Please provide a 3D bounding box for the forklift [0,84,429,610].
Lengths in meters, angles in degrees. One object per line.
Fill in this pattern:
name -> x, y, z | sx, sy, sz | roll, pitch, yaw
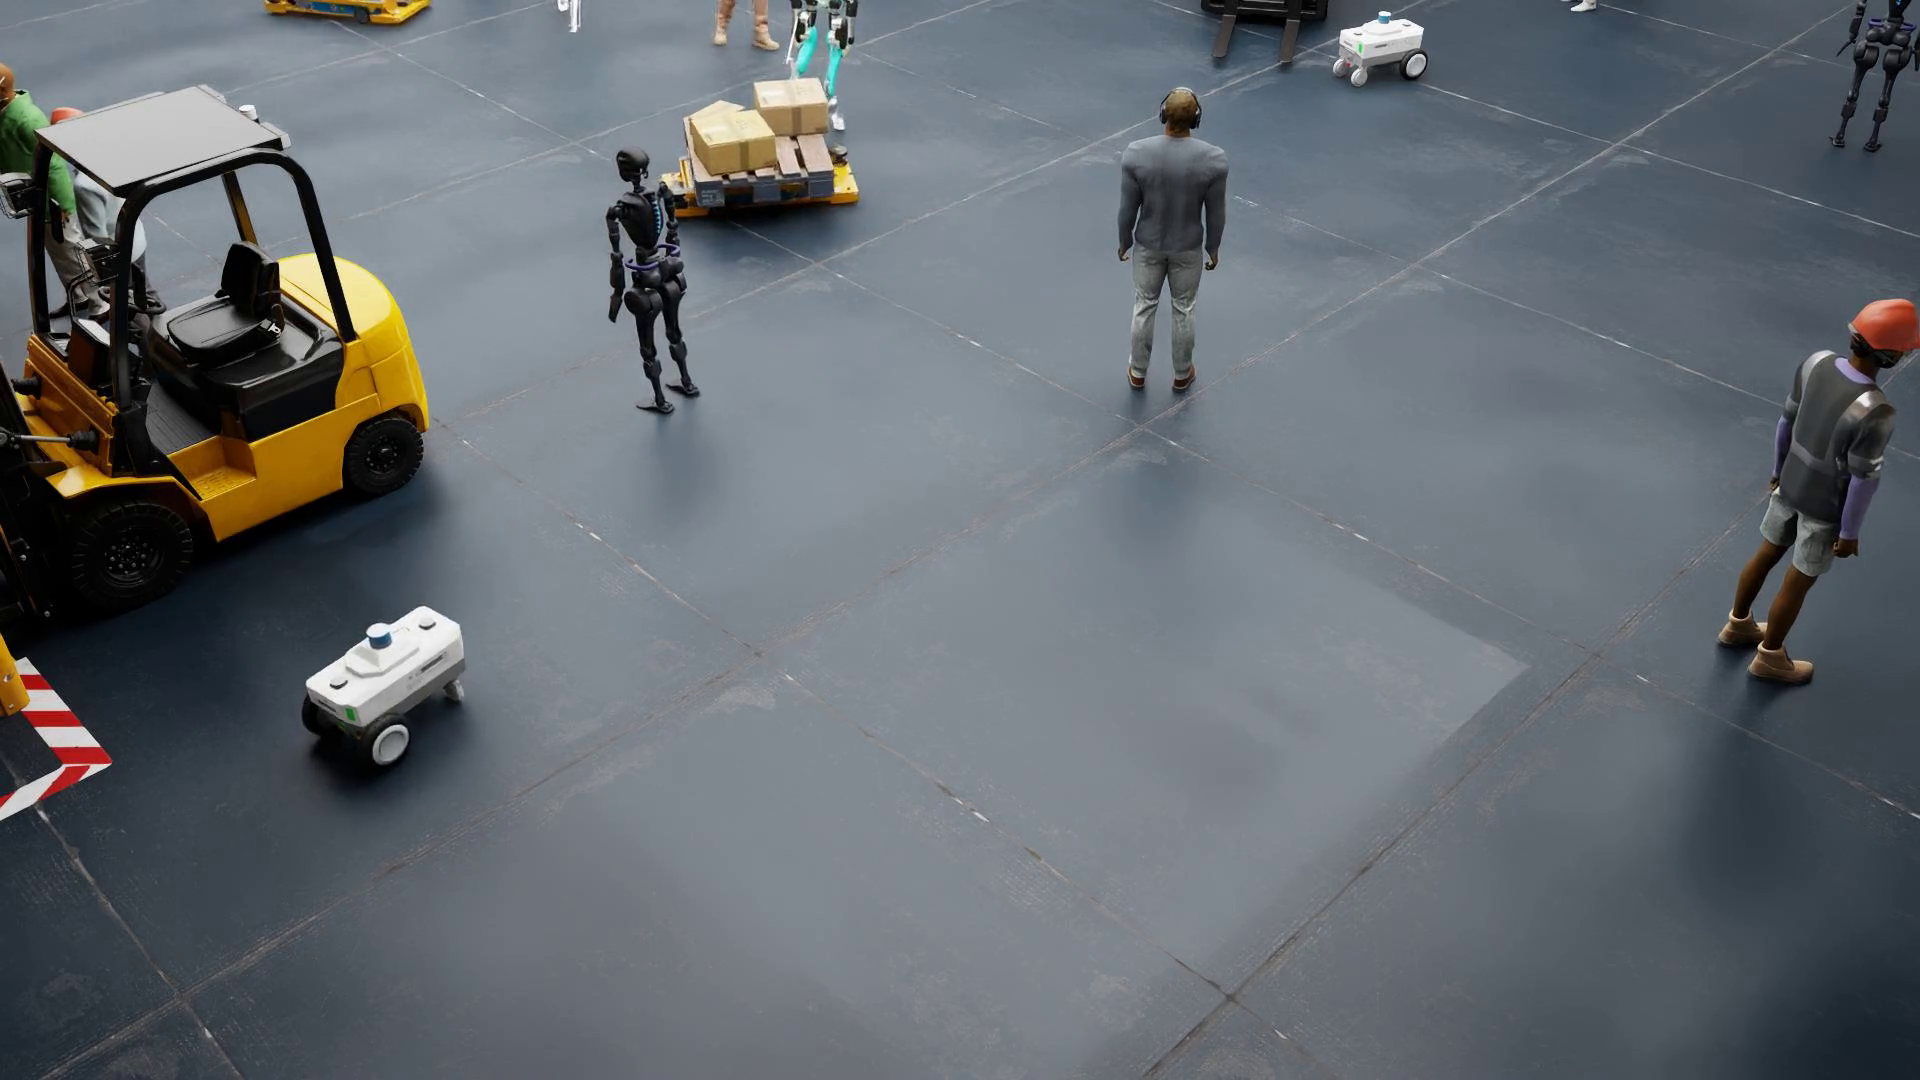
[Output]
forklift -> -4.145, -1.093, 8.856 | 2.313, 2.155, 1.214 | -31, 47, -34

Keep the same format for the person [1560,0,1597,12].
person -> 6.008, -5.821, 15.642 | 0.304, 1.639, 0.521 | -2, 37, -2

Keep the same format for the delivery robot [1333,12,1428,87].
delivery robot -> 3.660, -4.303, 14.511 | 0.765, 0.585, 0.499 | -16, 40, -20

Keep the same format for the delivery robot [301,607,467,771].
delivery robot -> -2.714, 0.656, 7.872 | 0.522, 0.586, 0.743 | 23, 42, 28

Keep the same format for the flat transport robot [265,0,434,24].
flat transport robot -> -5.861, -5.203, 15.961 | 1.431, 0.231, 0.659 | 9, 38, 12

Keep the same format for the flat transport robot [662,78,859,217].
flat transport robot -> -1.526, -2.724, 12.643 | 1.431, 0.231, 0.659 | -7, 37, -9

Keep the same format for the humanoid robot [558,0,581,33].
humanoid robot -> -3.734, -5.676, 15.392 | 0.543, 1.763, 0.983 | -7, 37, -10

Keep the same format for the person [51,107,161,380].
person -> -5.181, -1.807, 10.185 | 0.344, 1.740, 0.572 | -3, 37, -4

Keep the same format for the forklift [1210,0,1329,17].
forklift -> 3.106, -6.400, 15.960 | 1.214, 2.155, 2.313 | 8, 37, 10

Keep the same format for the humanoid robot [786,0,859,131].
humanoid robot -> -1.093, -3.898, 13.009 | 0.583, 1.773, 0.892 | 7, 37, 9

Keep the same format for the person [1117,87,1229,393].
person -> 1.255, -1.774, 9.977 | 0.636, 1.937, 0.357 | 5, 37, 7

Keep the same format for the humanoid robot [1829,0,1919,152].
humanoid robot -> 7.237, -3.896, 13.023 | 0.599, 1.657, 0.315 | 17, 40, 22

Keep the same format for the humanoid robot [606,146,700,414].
humanoid robot -> -1.845, -1.555, 9.900 | 0.327, 1.653, 0.585 | 22, 42, 26

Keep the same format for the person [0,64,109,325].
person -> -5.886, -2.193, 10.668 | 0.549, 1.782, 0.383 | 26, 44, 30

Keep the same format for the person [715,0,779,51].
person -> -1.952, -5.267, 14.812 | 0.552, 1.750, 0.661 | -30, 46, -34

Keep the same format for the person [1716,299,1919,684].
person -> 4.050, -0.223, 7.815 | 0.375, 2.041, 0.614 | -7, 37, -9
